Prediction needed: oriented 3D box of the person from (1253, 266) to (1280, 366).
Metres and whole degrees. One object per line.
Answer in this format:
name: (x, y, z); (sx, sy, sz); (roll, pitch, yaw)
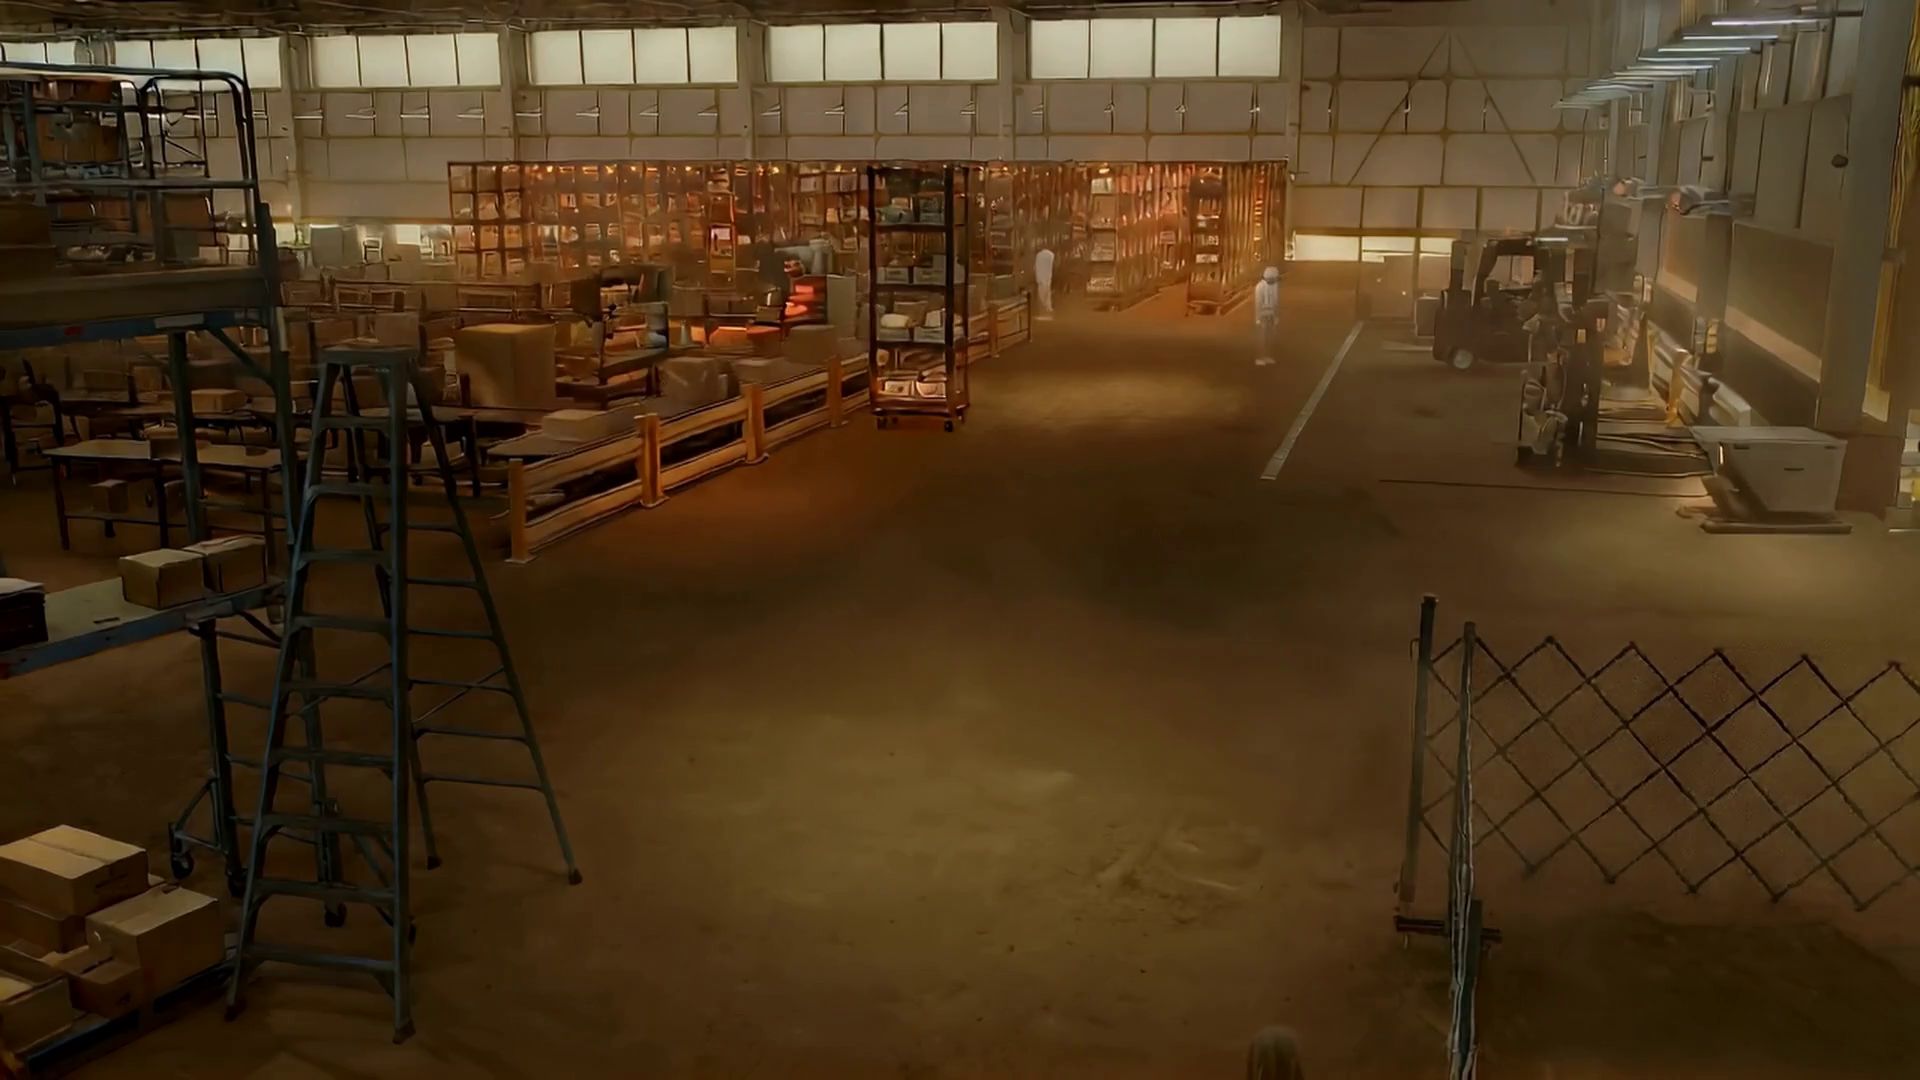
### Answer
person: (5.571, -4.074, 30.217); (0.618, 1.806, 0.447); (-9, 16, -35)

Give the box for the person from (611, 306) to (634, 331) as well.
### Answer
person: (-6.151, -4.080, 30.359); (0.524, 1.758, 0.338); (9, 16, 34)

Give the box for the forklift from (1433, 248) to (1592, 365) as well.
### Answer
forklift: (9.780, -4.111, 29.280); (2.680, 1.987, 1.157); (3, 13, 14)

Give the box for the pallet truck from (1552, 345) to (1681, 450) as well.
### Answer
pallet truck: (8.641, -1.896, 21.908); (1.630, 1.274, 0.653); (4, 14, 16)

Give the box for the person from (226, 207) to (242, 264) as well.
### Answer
person: (-25.577, -10.708, 58.498); (0.416, 1.986, 0.609); (3, 13, 12)

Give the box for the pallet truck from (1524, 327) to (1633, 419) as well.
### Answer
pallet truck: (9.065, -2.460, 24.370); (1.522, 1.261, 0.704); (3, 13, 14)

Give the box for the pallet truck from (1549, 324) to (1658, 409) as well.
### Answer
pallet truck: (9.824, -2.669, 25.407); (1.601, 1.201, 0.680); (4, 14, 16)

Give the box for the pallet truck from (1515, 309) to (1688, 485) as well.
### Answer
pallet truck: (7.554, -1.677, 19.446); (1.885, 1.965, 0.823); (3, 13, 14)

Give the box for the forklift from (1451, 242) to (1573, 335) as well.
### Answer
forklift: (10.464, -4.597, 31.405); (2.680, 1.987, 1.157); (4, 14, 16)

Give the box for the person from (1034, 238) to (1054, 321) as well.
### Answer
person: (1.919, -6.011, 38.366); (0.401, 1.906, 0.650); (7, 15, 26)

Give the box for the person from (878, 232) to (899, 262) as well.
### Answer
person: (-2.215, -8.828, 50.767); (0.670, 1.794, 0.809); (-4, 14, -15)

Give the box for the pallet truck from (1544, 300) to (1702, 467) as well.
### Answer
pallet truck: (8.263, -1.952, 20.631); (1.885, 1.965, 0.823); (5, 14, 20)
